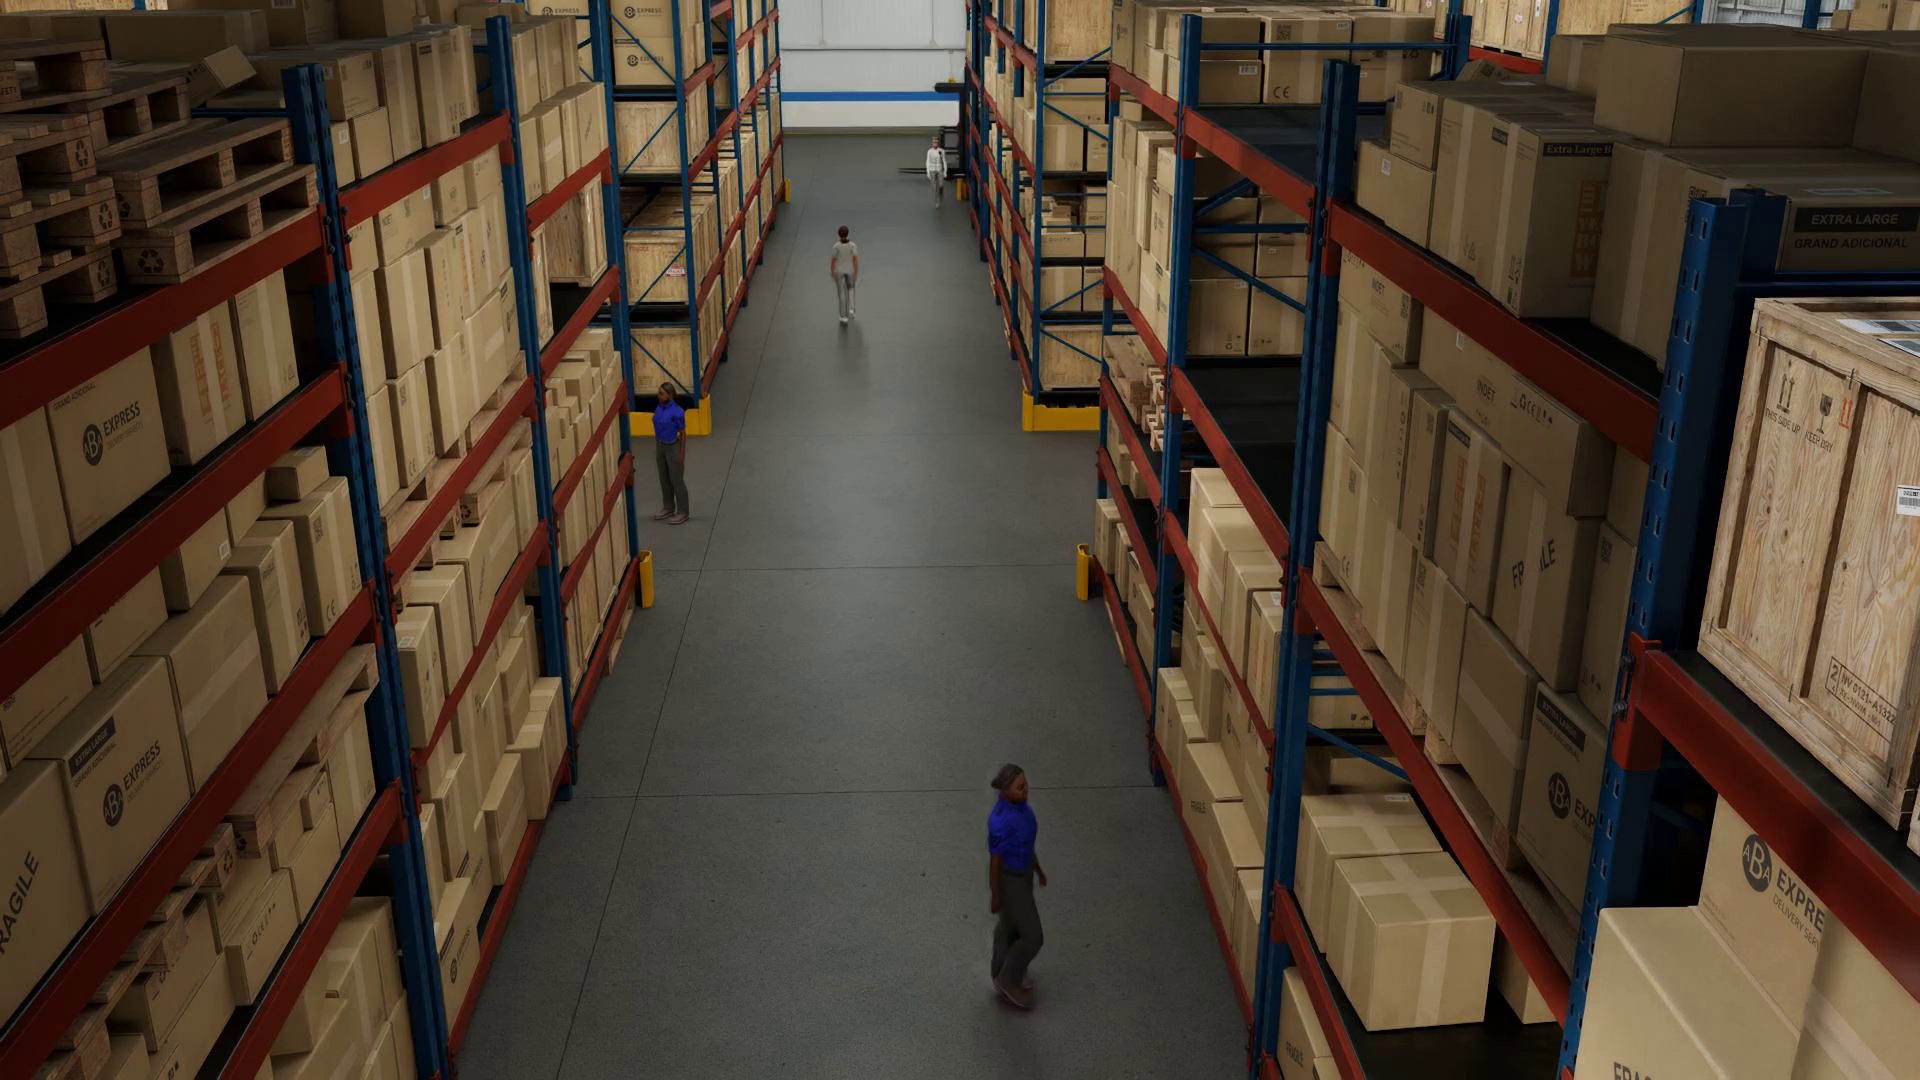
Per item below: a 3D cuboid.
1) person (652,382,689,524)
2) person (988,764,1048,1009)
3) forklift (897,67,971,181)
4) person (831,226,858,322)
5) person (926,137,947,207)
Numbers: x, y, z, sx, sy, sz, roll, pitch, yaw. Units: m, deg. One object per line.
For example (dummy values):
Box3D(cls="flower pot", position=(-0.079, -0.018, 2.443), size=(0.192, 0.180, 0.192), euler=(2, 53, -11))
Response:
Box3D(cls="person", position=(-3.399, -1.029, 19.406), size=(0.438, 1.660, 0.334), euler=(17, 26, 38))
Box3D(cls="person", position=(0.389, 2.203, 10.712), size=(0.413, 1.665, 0.465), euler=(7, 21, 17))
Box3D(cls="forklift", position=(-0.201, -11.268, 45.031), size=(3.031, 2.941, 1.121), euler=(1, 20, 2))
Box3D(cls="person", position=(-2.019, -4.654, 29.030), size=(0.456, 1.673, 0.472), euler=(-5, 21, -14))
Box3D(cls="person", position=(-0.577, -8.991, 40.644), size=(0.522, 1.688, 0.438), euler=(2, 21, 4))
